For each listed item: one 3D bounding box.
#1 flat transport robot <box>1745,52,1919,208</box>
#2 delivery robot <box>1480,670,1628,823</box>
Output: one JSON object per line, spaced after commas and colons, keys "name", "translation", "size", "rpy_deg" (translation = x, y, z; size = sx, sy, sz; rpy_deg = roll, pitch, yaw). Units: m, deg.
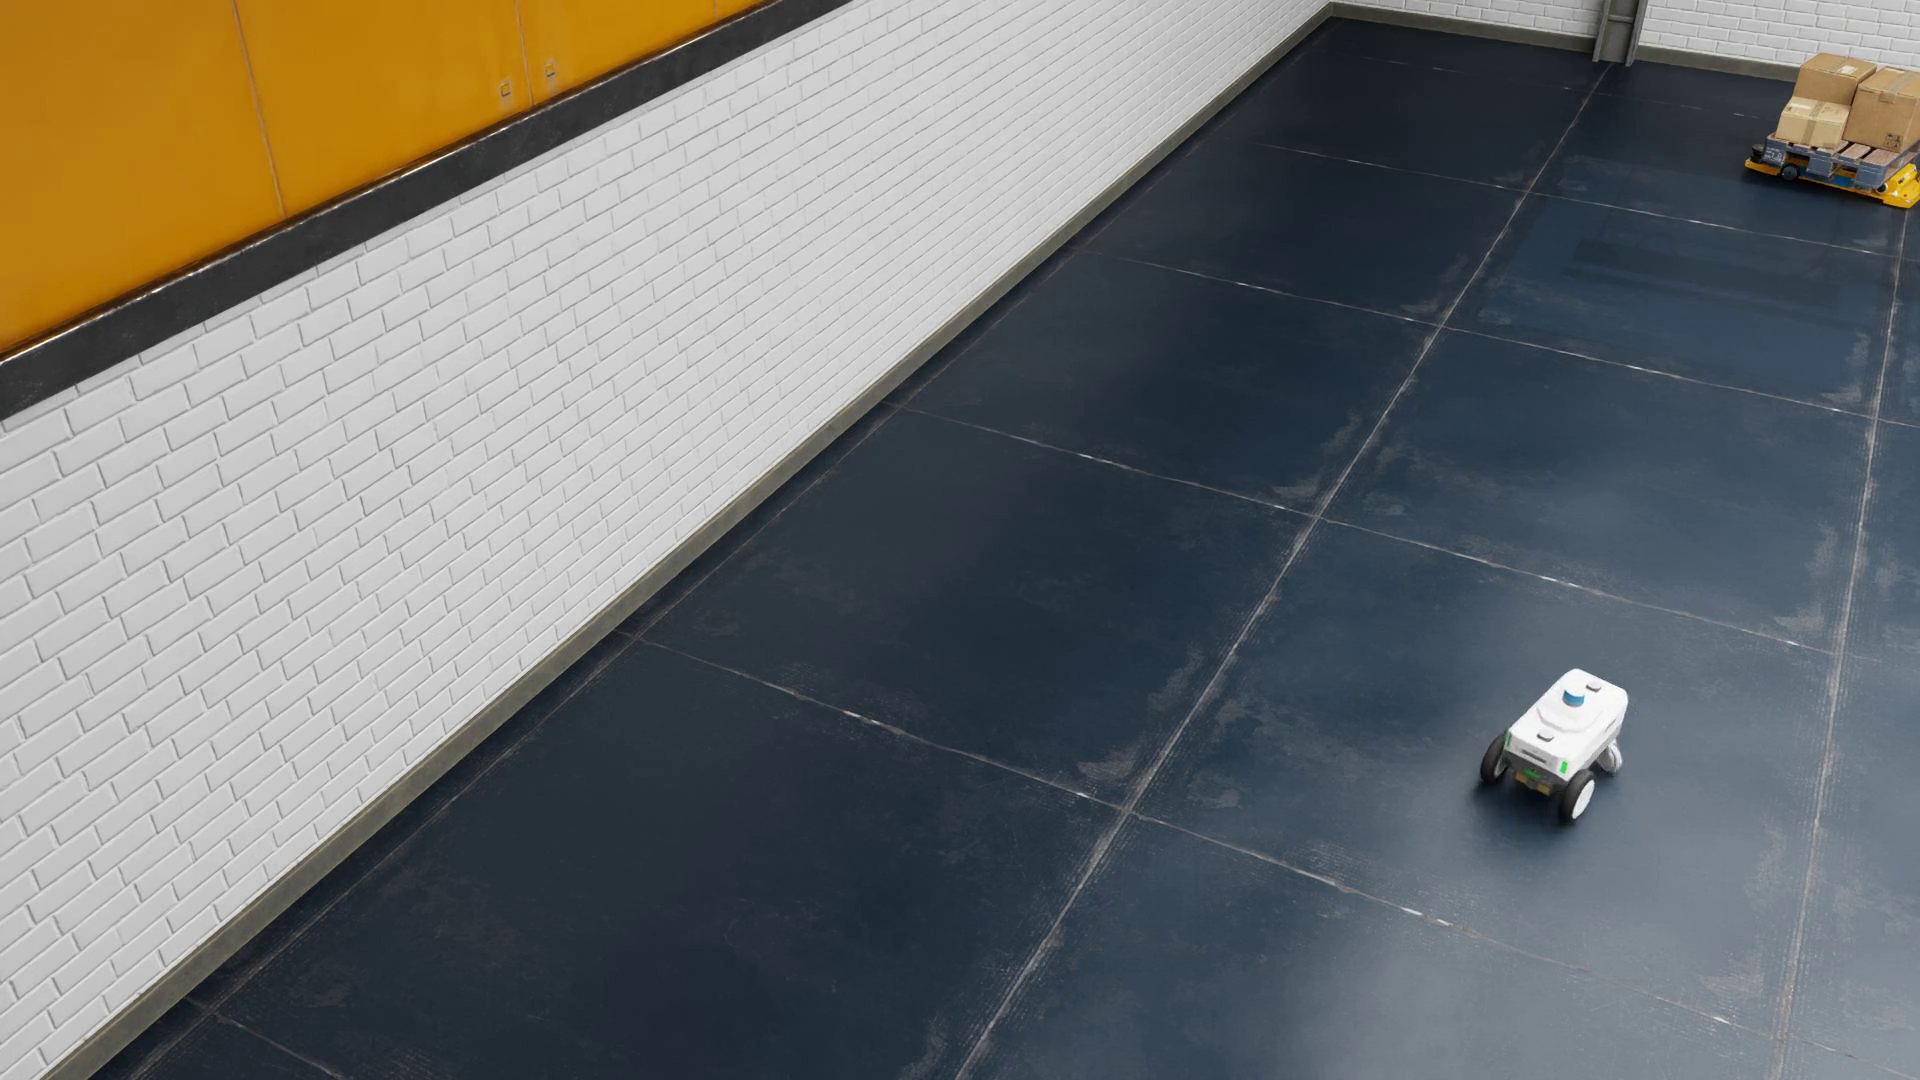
{"name": "flat transport robot", "translation": [7.902, -3.333, 14.936], "size": [1.431, 0.231, 0.659], "rpy_deg": [27, 42, 34]}
{"name": "delivery robot", "translation": [2.999, 0.978, 8.254], "size": [0.518, 0.582, 0.744], "rpy_deg": [27, 43, 34]}
